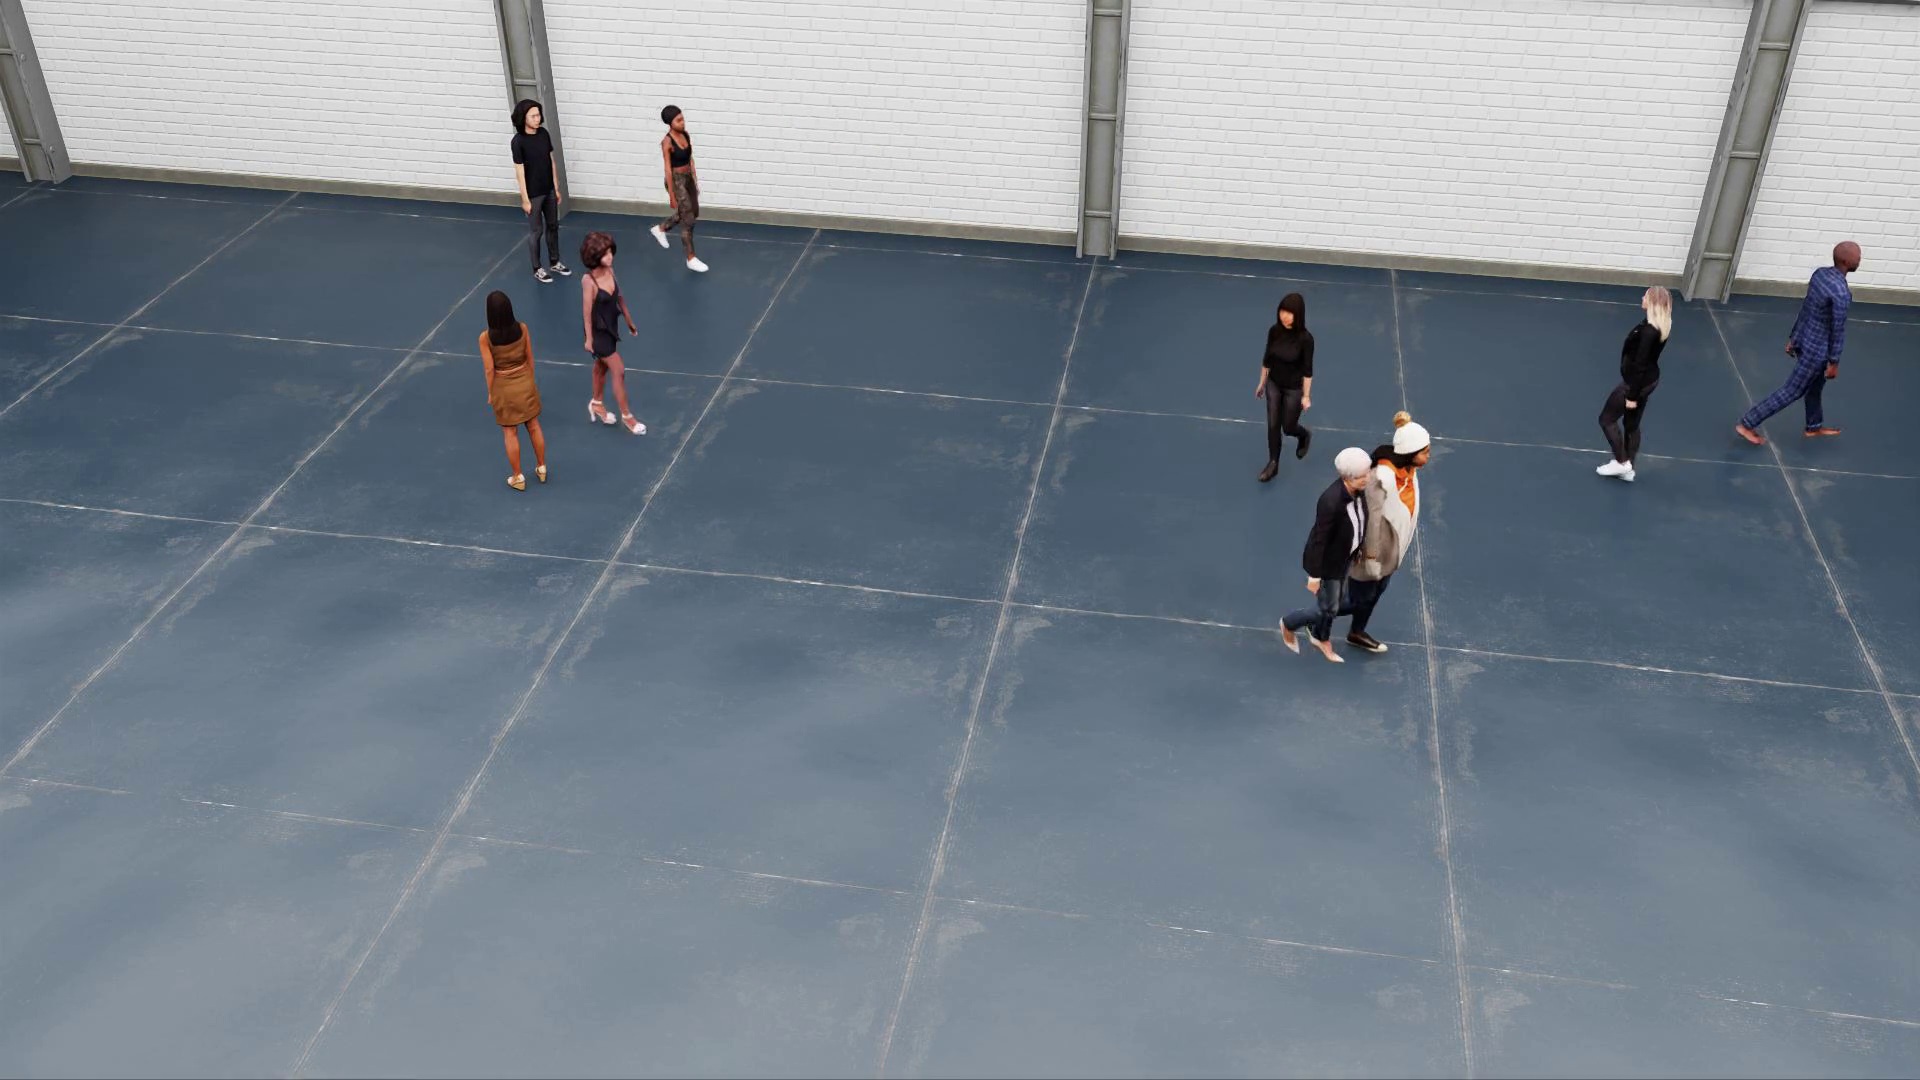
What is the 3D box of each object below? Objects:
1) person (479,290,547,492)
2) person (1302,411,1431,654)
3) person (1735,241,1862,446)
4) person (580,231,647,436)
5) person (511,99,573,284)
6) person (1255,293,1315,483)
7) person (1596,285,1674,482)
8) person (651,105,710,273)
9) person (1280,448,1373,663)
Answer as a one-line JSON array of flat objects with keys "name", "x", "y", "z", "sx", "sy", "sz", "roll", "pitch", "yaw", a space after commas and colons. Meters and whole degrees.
[{"name": "person", "x": -3.489, "y": -1.168, "z": 12.998, "sx": 0.636, "sy": 1.690, "sz": 0.683, "roll": -25, "pitch": 41, "yaw": -32}, {"name": "person", "x": 2.697, "y": -0.036, "z": 11.126, "sx": 1.025, "sy": 1.876, "sz": 0.922, "roll": 26, "pitch": 41, "yaw": 33}, {"name": "person", "x": 6.855, "y": -1.563, "z": 13.506, "sx": 1.219, "sy": 1.785, "sz": 0.819, "roll": 0, "pitch": 34, "yaw": 0}, {"name": "person", "x": -3.030, "y": -1.716, "z": 13.754, "sx": 0.829, "sy": 1.766, "sz": 0.618, "roll": 8, "pitch": 34, "yaw": 12}, {"name": "person", "x": -4.133, "y": -3.444, "z": 16.301, "sx": 0.662, "sy": 1.824, "sz": 0.684, "roll": 20, "pitch": 39, "yaw": 28}, {"name": "person", "x": 2.620, "y": -1.233, "z": 13.155, "sx": 0.868, "sy": 1.625, "sz": 0.878, "roll": 26, "pitch": 41, "yaw": 33}, {"name": "person", "x": 5.393, "y": -1.173, "z": 13.021, "sx": 0.725, "sy": 1.672, "sz": 0.725, "roll": 22, "pitch": 39, "yaw": 29}, {"name": "person", "x": -2.838, "y": -3.517, "z": 16.539, "sx": 0.999, "sy": 1.683, "sz": 0.746, "roll": 16, "pitch": 37, "yaw": 22}, {"name": "person", "x": 2.345, "y": 0.064, "z": 10.802, "sx": 0.870, "sy": 1.770, "sz": 0.921, "roll": 25, "pitch": 41, "yaw": 32}]
